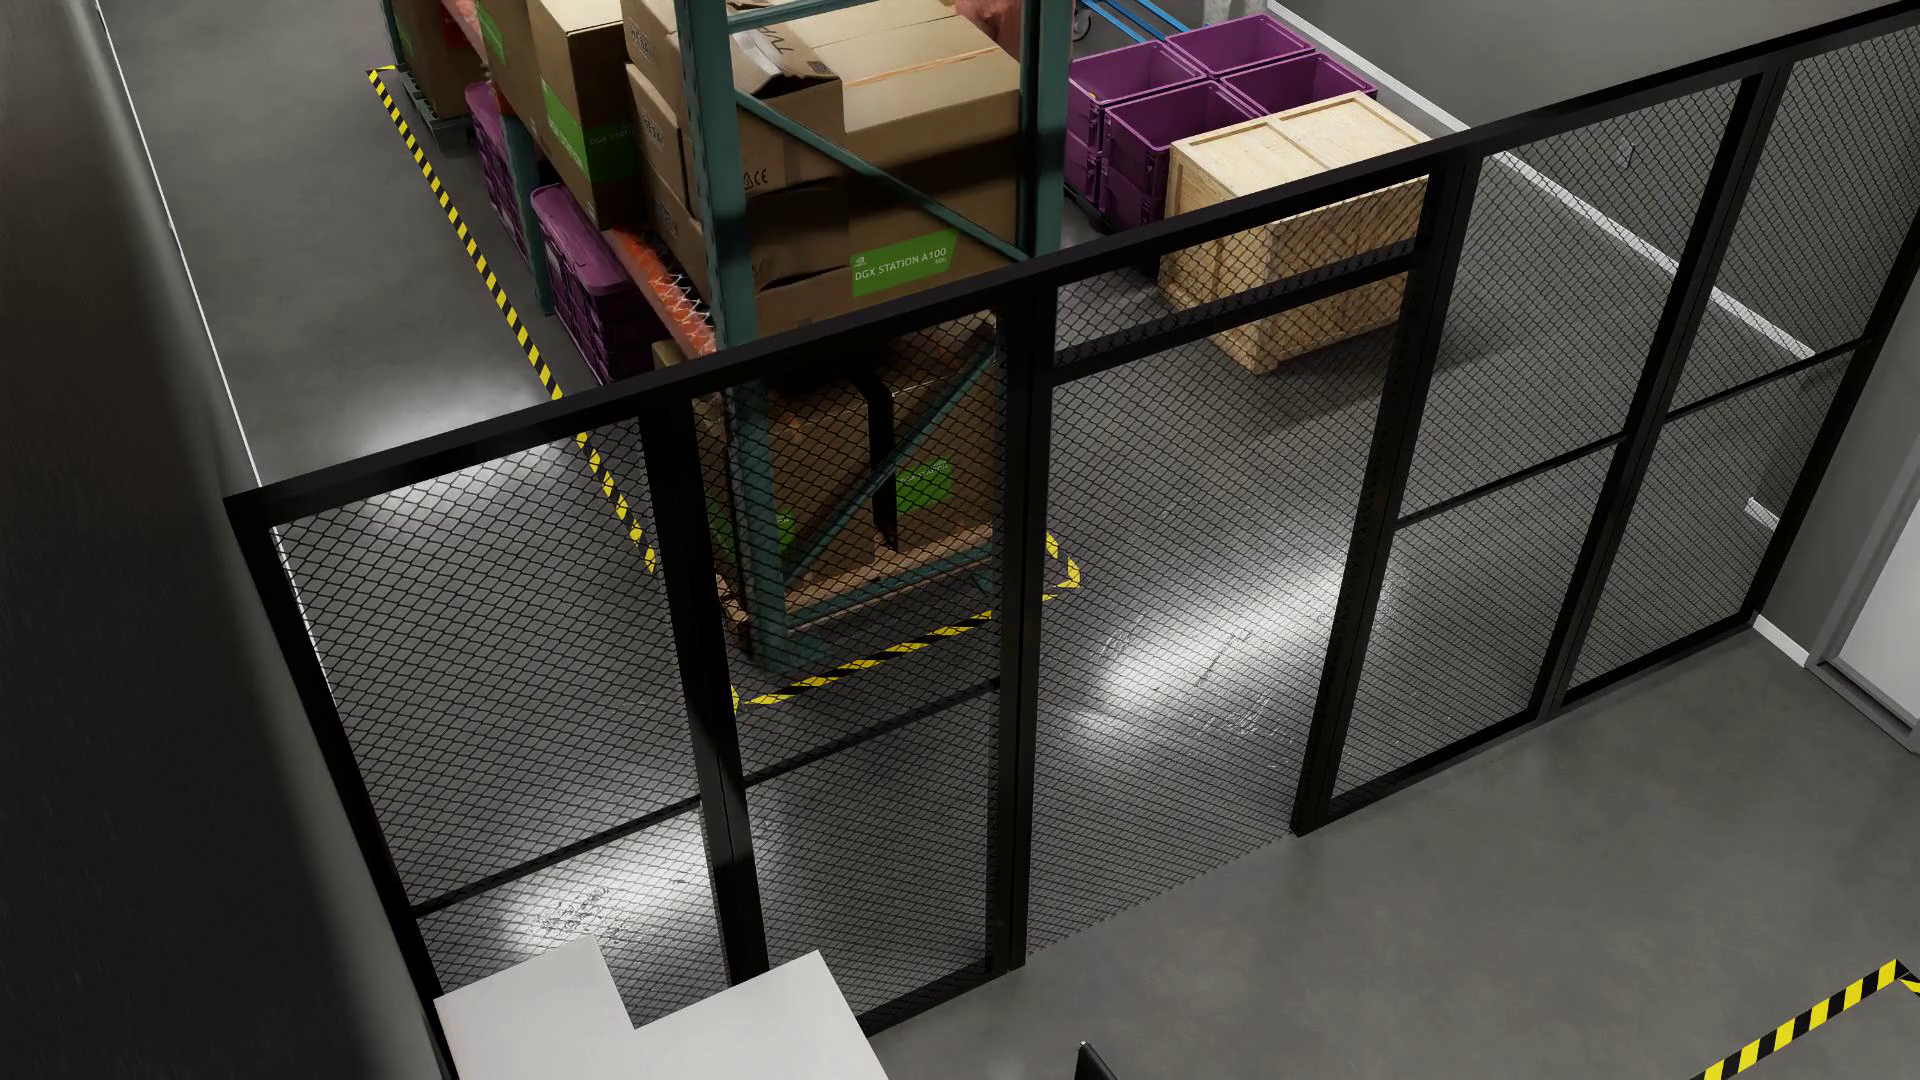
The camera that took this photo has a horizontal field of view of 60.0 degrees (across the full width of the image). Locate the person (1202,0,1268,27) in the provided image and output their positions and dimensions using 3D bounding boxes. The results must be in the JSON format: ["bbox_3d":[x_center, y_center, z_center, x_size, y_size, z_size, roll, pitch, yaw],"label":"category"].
[{"bbox_3d":[1.434,-3.265,8.603,0.589,1.822,0.403,-17,45,-18],"label":"person"}]

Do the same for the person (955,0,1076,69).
[{"bbox_3d":[0.204,-1.809,6.885,0.613,1.992,0.397,-29,50,-28],"label":"person"}]
